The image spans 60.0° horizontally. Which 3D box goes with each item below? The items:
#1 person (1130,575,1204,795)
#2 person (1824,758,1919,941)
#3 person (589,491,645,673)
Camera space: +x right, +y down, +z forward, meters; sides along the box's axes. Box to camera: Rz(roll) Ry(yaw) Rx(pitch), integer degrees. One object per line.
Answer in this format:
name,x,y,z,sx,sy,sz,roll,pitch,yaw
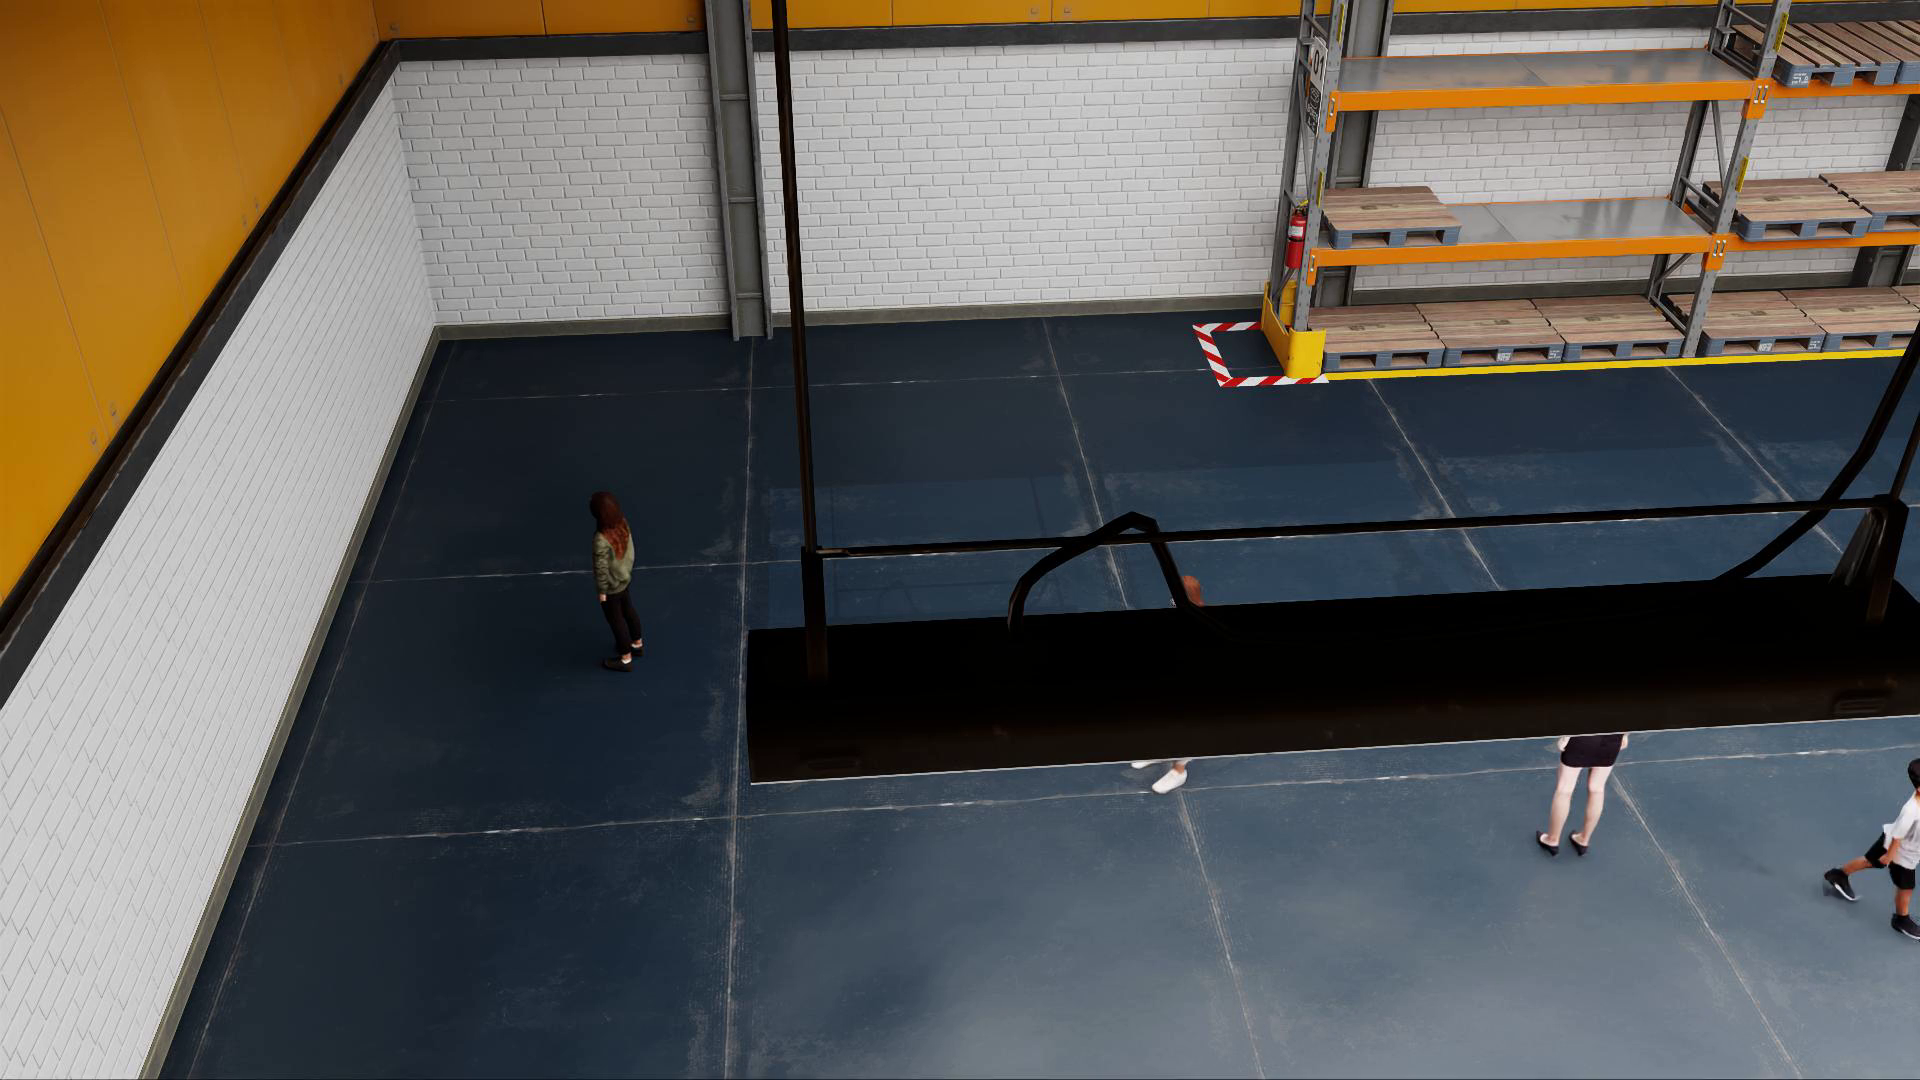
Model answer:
person,1.491,0.911,10.934,0.685,1.694,0.713,-12,35,-17
person,5.630,1.777,10.037,0.889,1.245,0.849,26,42,34
person,-2.501,0.290,12.066,0.589,1.475,0.623,6,34,9
